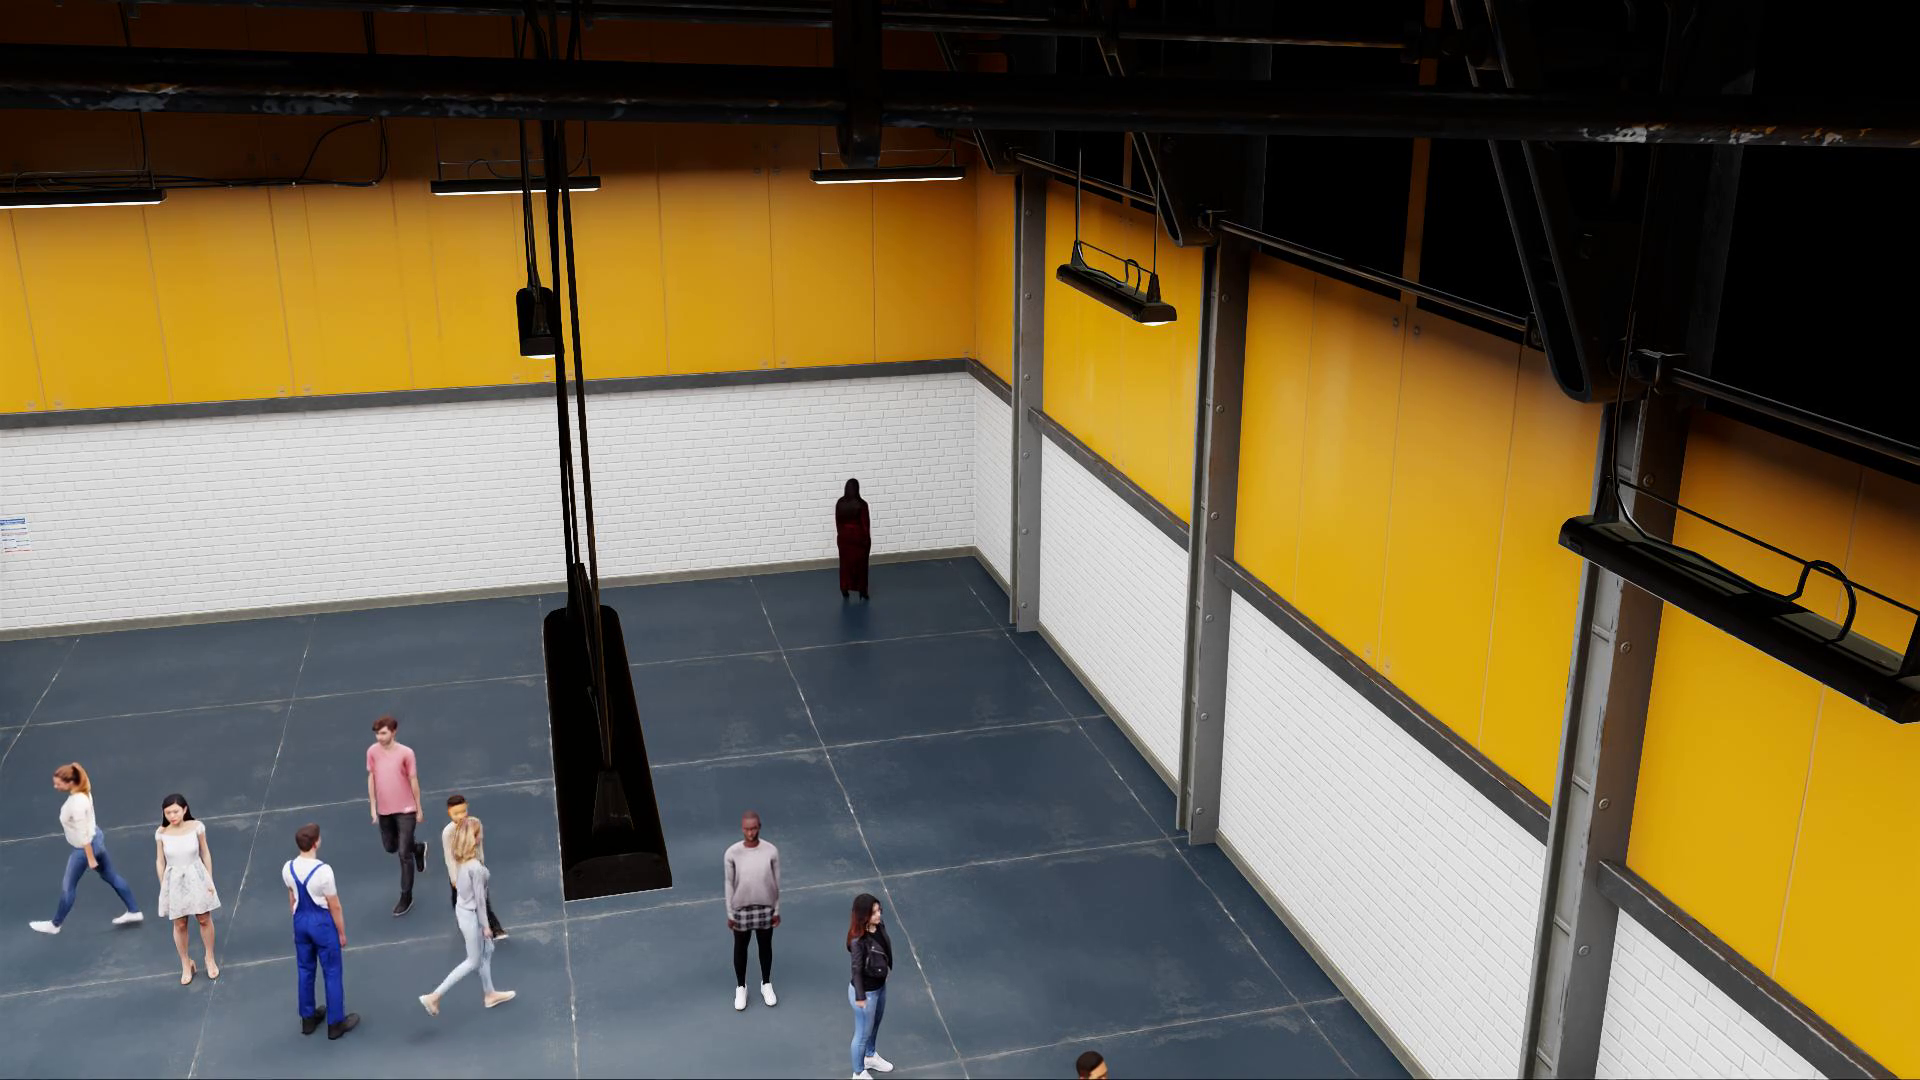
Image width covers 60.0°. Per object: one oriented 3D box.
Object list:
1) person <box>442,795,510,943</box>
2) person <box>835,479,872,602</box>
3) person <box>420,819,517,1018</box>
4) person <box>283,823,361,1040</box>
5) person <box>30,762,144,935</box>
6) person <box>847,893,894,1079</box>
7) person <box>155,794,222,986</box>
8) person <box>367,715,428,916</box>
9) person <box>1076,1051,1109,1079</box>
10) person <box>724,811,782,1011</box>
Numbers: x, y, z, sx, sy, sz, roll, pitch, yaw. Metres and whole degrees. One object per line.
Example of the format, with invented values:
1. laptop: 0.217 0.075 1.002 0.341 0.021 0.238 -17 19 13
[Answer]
1. person: -4.499 2.936 14.990 1.030 1.439 0.845 16 25 40
2. person: -1.491 -0.007 23.236 0.765 1.753 0.787 6 20 18
3. person: -4.115 3.175 13.761 0.932 1.770 1.065 -14 23 -35
4. person: -5.275 3.183 13.616 0.719 1.847 0.743 4 19 12
5. person: -7.784 2.791 15.049 0.734 1.676 1.068 -6 19 -17
6. person: -0.710 3.500 13.008 0.794 1.634 0.695 7 20 19
7. person: -6.642 2.990 14.304 0.667 1.774 0.658 -7 20 -20
8. person: -5.211 2.482 15.560 0.883 1.937 1.136 2 19 7
9. person: 0.830 4.123 10.886 0.758 1.809 0.726 13 22 33
10. person: -1.743 3.091 14.011 0.620 1.771 0.538 -4 19 -11
